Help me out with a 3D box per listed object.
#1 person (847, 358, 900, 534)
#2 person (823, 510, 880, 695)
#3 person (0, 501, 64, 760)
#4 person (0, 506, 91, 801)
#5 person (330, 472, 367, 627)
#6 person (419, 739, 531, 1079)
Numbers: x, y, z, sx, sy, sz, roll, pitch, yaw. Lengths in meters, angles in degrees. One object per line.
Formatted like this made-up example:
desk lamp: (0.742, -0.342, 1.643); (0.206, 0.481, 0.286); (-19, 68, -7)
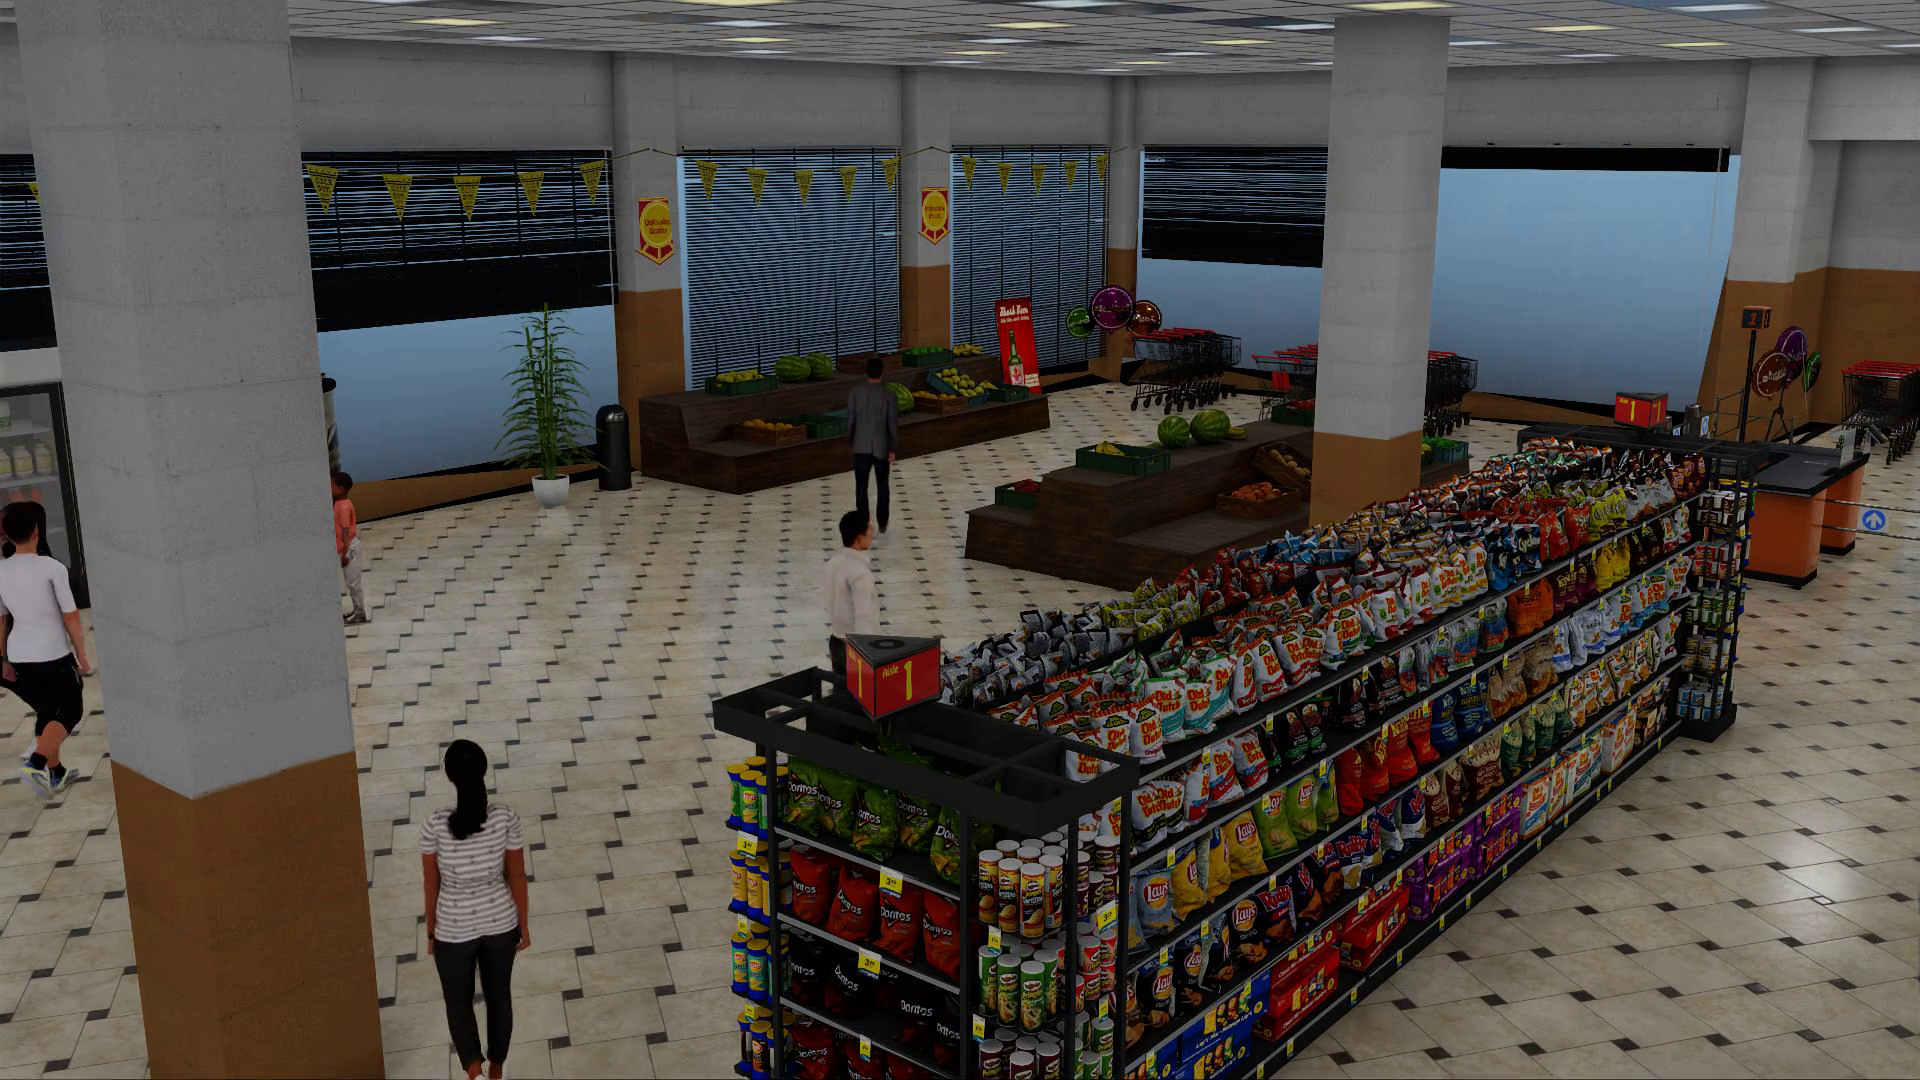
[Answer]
person: (-0.910, -0.903, 16.934); (1.134, 1.843, 1.227); (0, 14, -1)
person: (-0.744, 0.717, 10.354); (0.879, 1.797, 0.834); (-7, 16, -28)
person: (-6.108, 0.582, 11.064); (0.643, 1.724, 0.647); (10, 17, 35)
person: (-5.683, 0.730, 10.225); (0.992, 1.833, 1.092); (0, 14, 2)
person: (-5.171, 0.067, 14.071); (0.569, 1.309, 0.539); (-6, 15, -25)
person: (-2.003, 1.643, 6.893); (0.894, 1.629, 0.878); (-4, 14, -17)
